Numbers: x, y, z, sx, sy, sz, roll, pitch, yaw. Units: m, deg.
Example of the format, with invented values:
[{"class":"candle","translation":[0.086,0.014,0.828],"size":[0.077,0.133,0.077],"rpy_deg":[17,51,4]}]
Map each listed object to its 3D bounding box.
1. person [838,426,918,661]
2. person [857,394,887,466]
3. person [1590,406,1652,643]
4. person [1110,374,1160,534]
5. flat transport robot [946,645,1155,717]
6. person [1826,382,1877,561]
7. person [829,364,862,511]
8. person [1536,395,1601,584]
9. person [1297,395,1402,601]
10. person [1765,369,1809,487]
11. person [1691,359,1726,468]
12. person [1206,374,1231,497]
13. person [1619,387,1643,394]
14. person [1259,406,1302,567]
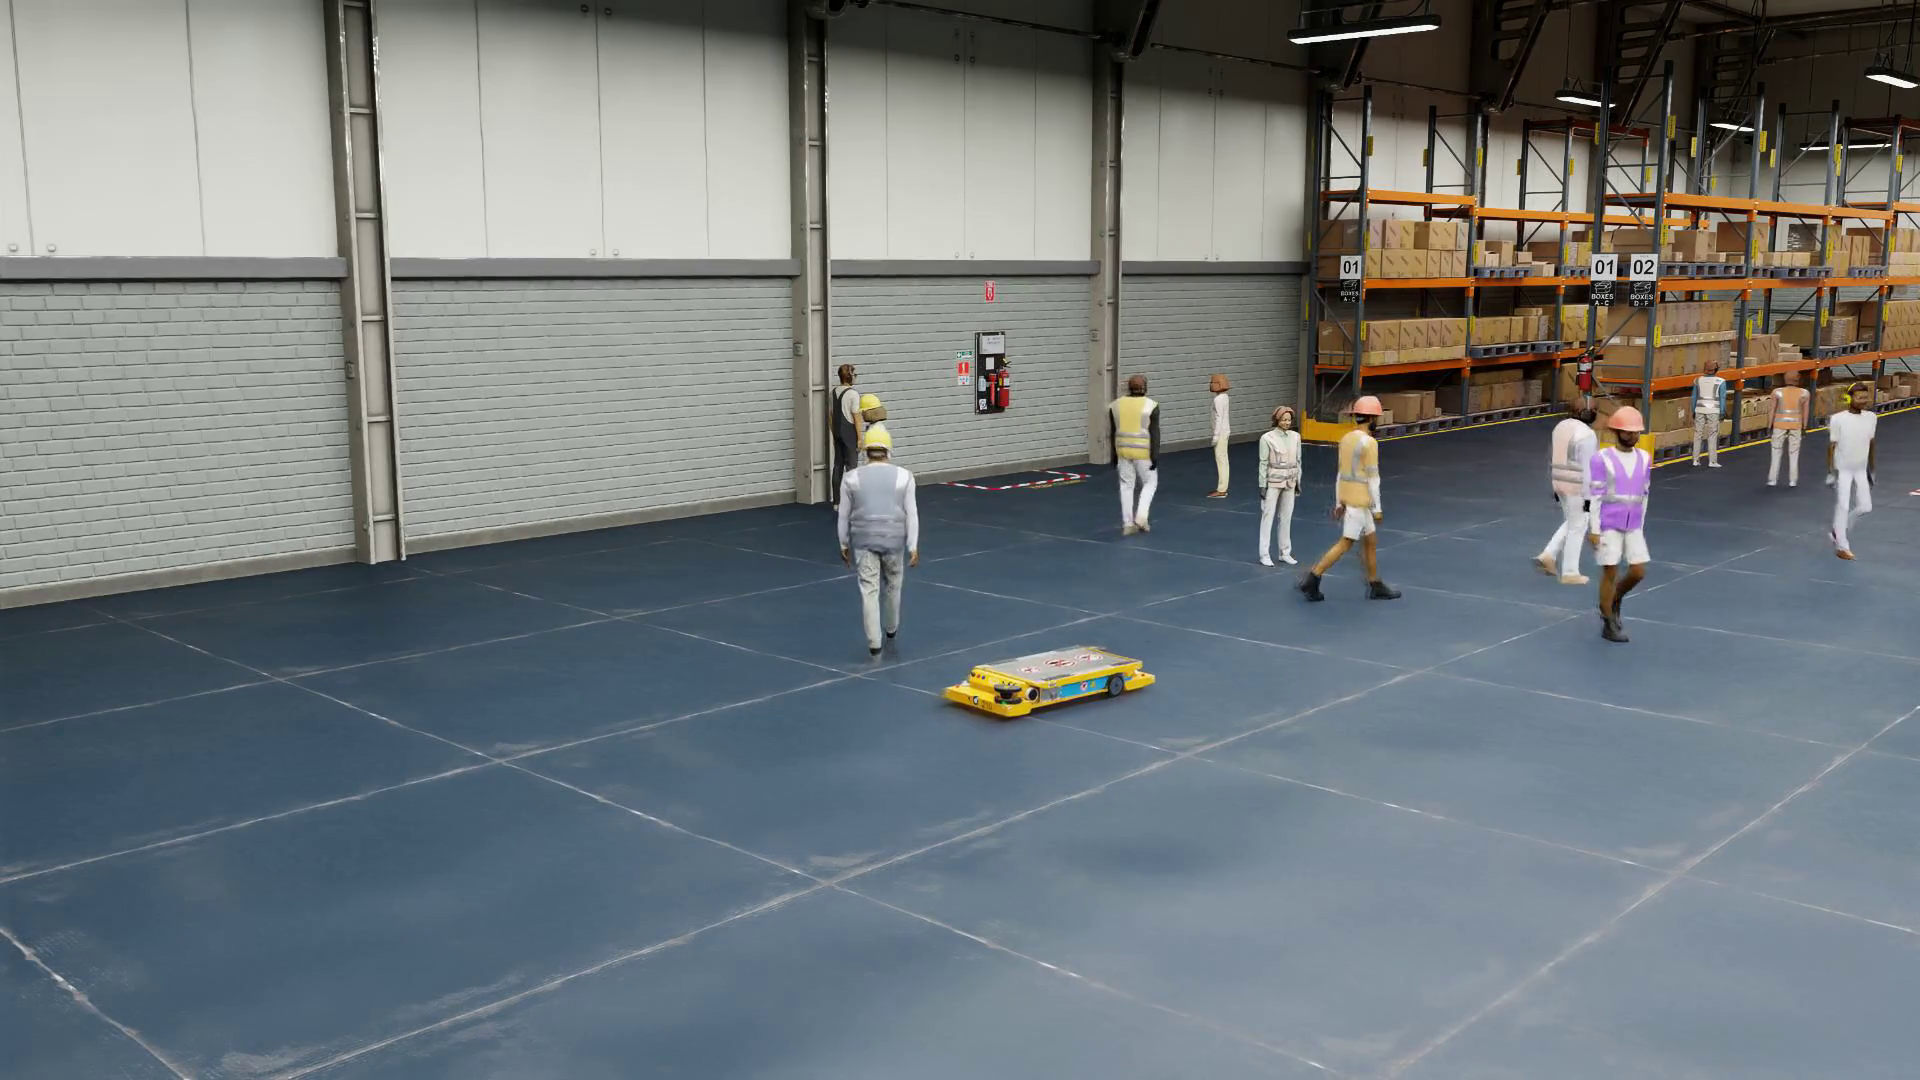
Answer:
[{"class":"person","translation":[-0.647,0.001,13.093],"size":[0.626,1.788,0.890],"rpy_deg":[-1,9,-4]},{"class":"person","translation":[-0.901,-0.633,17.142],"size":[0.307,1.736,0.484],"rpy_deg":[-1,9,-4]},{"class":"person","translation":[5.343,-0.128,13.485],"size":[0.552,1.920,0.447],"rpy_deg":[-1,9,-8]},{"class":"person","translation":[1.997,-0.968,18.887],"size":[0.634,1.828,0.440],"rpy_deg":[5,11,28]},{"class":"flat transport robot","translation":[0.653,0.978,11.773],"size":[1.431,0.197,0.652],"rpy_deg":[-8,12,-39]},{"class":"person","translation":[9.260,-0.716,17.271],"size":[0.553,1.858,0.436],"rpy_deg":[-1,9,-4]},{"class":"person","translation":[-1.399,-1.257,20.610],"size":[0.507,1.846,0.344],"rpy_deg":[8,12,40]},{"class":"person","translation":[5.880,-0.475,15.894],"size":[0.445,1.828,0.644],"rpy_deg":[-2,9,-10]},{"class":"person","translation":[3.535,-0.364,15.049],"size":[0.969,1.896,0.540],"rpy_deg":[-1,9,-9]},{"class":"person","translation":[11.417,-1.540,22.968],"size":[0.521,1.638,0.316],"rpy_deg":[3,10,17]},{"class":"person","translation":[11.348,-1.915,25.239],"size":[0.315,1.641,0.514],"rpy_deg":[-8,12,-41]},{"class":"person","translation":[3.422,-1.376,21.978],"size":[0.286,1.633,0.500],"rpy_deg":[4,10,20]},{"class":"person","translation":[11.996,-2.707,29.690],"size":[0.309,1.769,0.523],"rpy_deg":[-7,12,-38]},{"class":"person","translation":[3.251,-0.547,16.932],"size":[0.513,1.635,0.311],"rpy_deg":[-5,11,-28]}]
